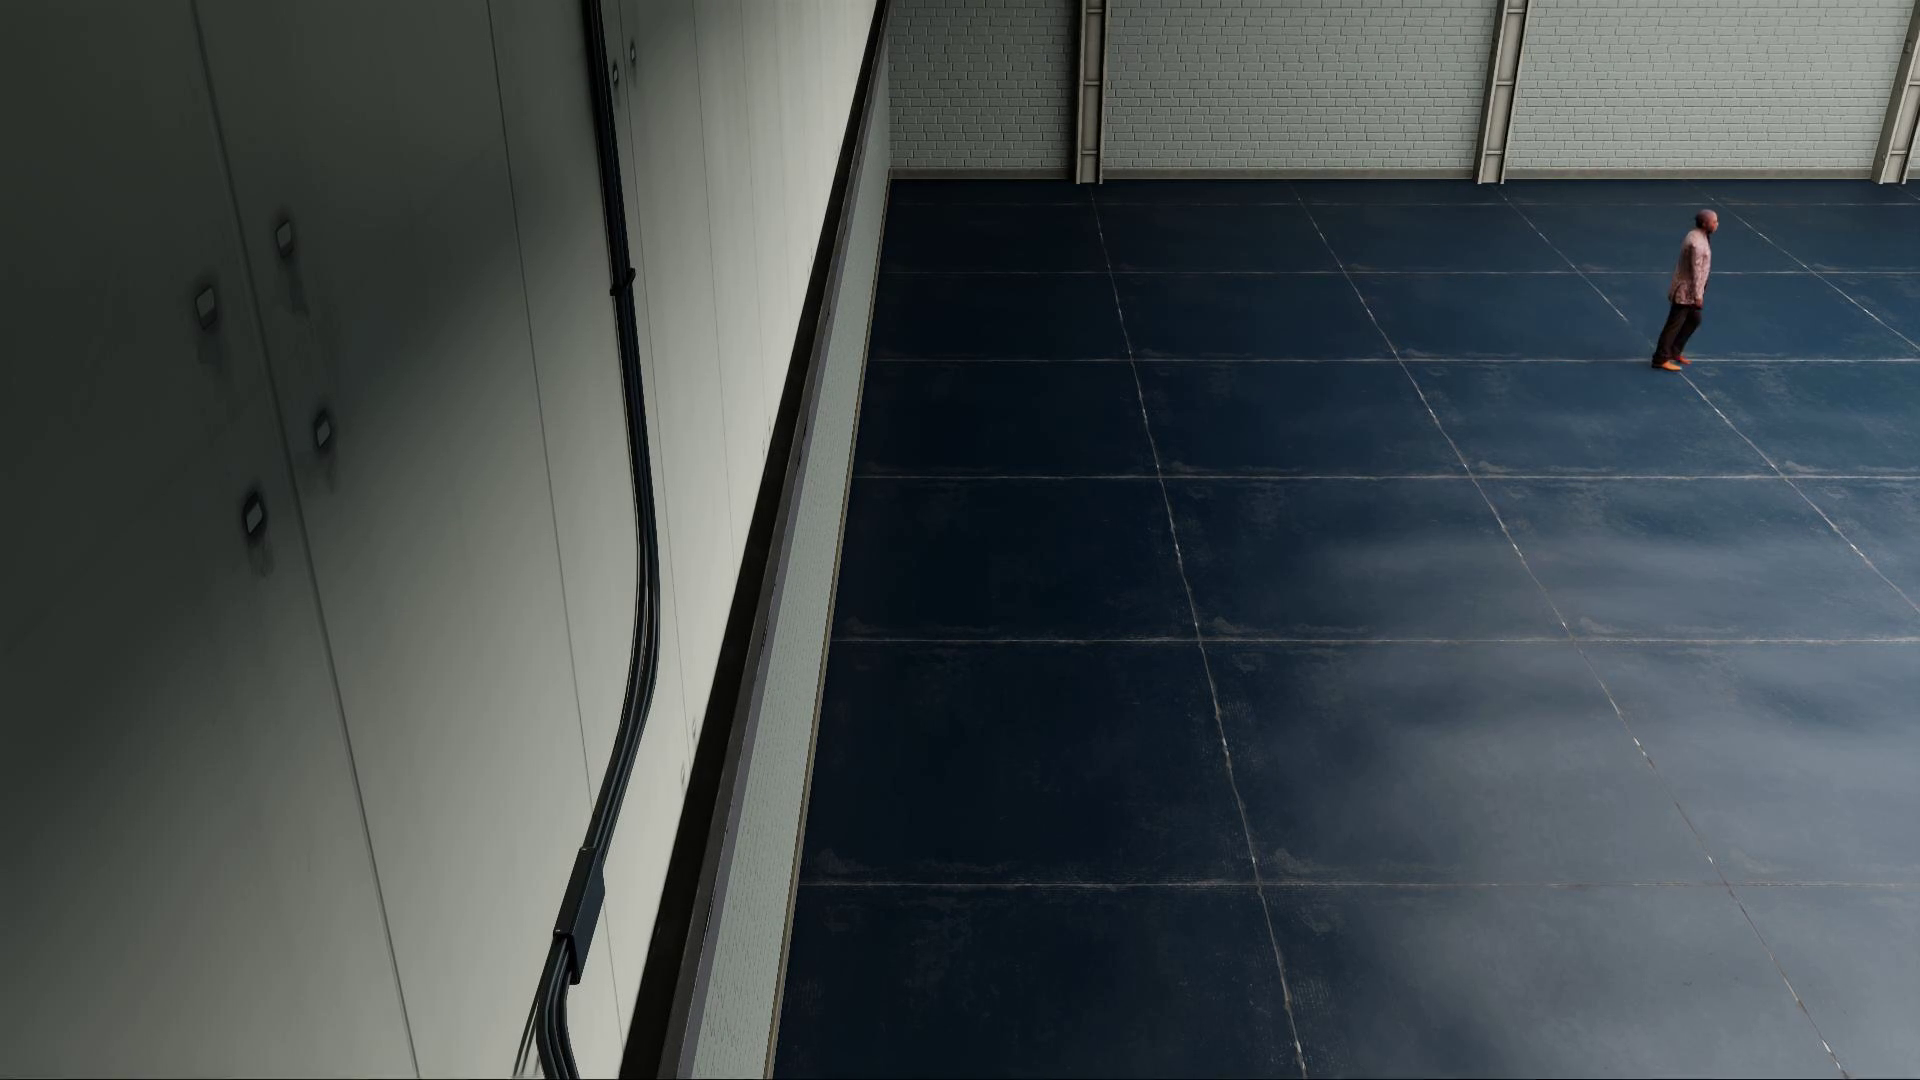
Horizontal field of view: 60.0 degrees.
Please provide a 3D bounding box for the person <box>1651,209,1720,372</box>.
[{"bbox_3d":[7.774,-2.707,18.021,0.792,1.792,0.785,12,30,21],"label":"person"}]
